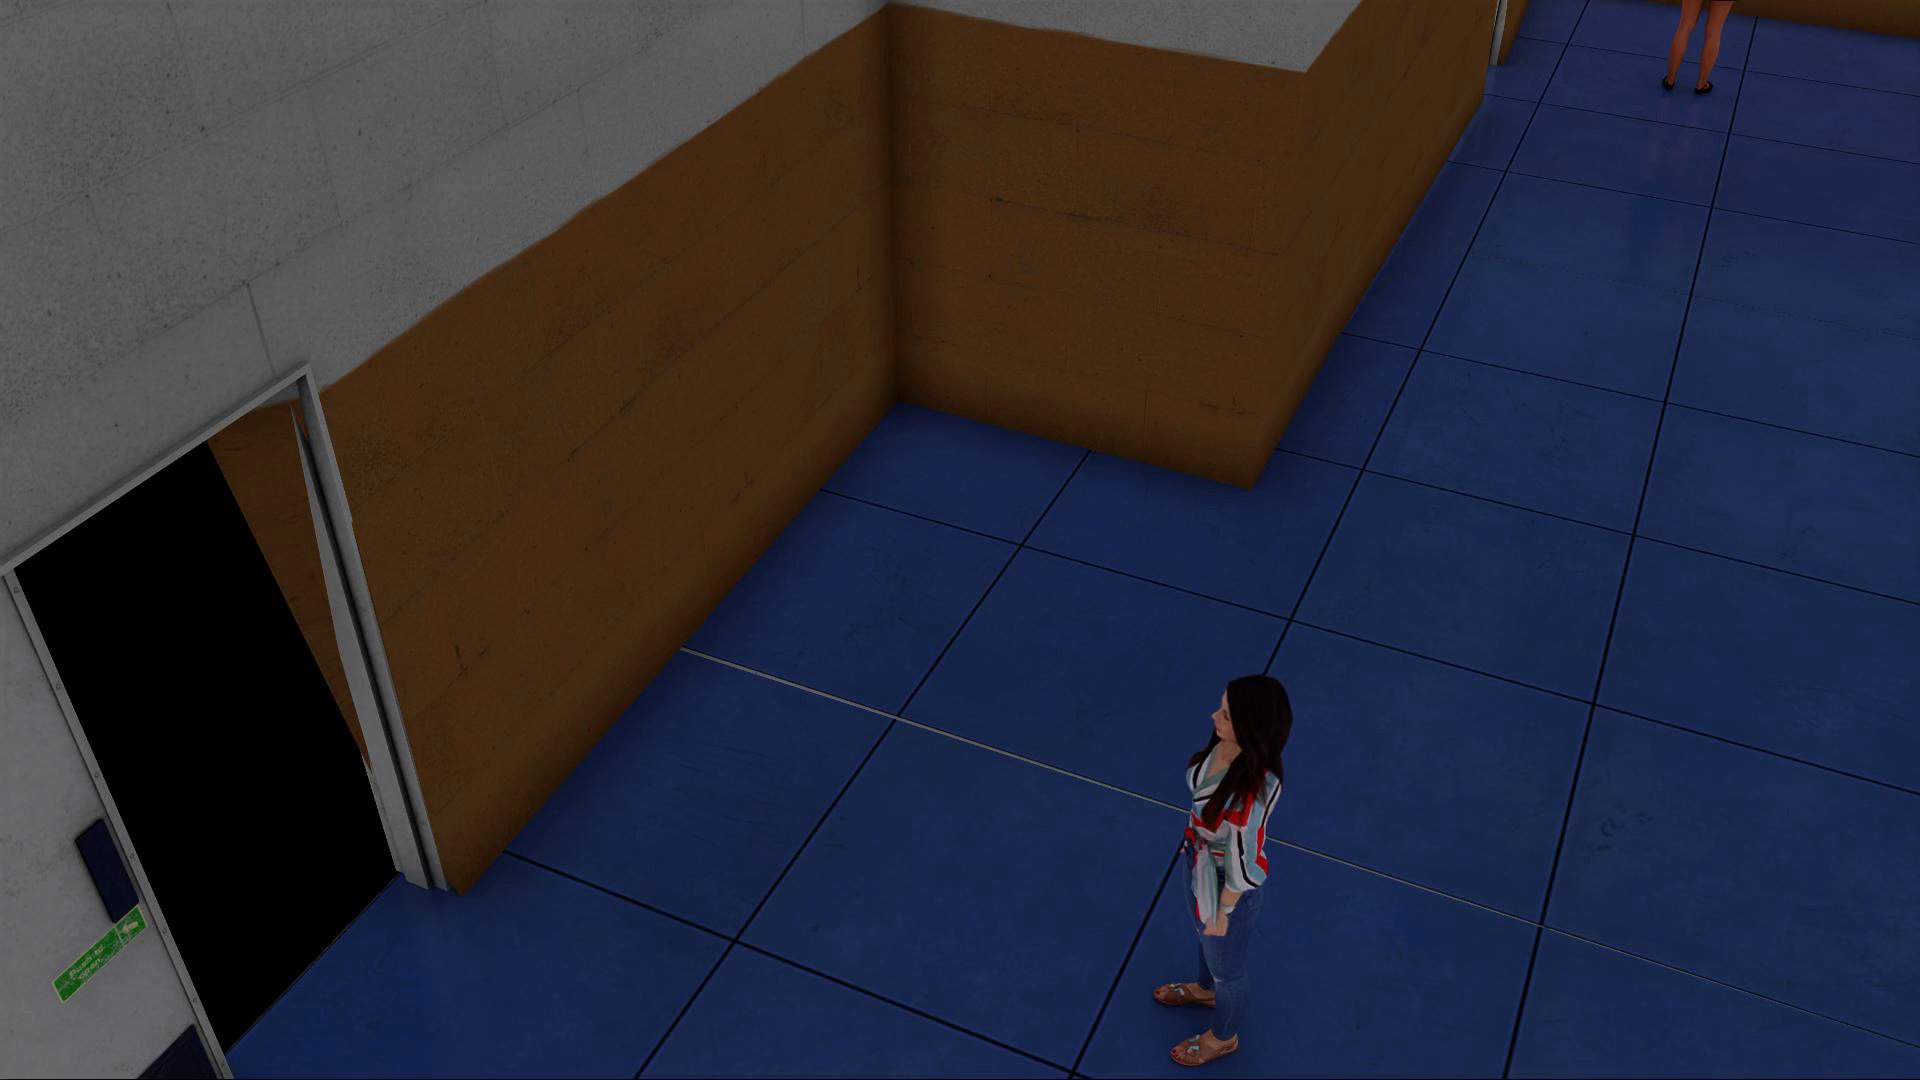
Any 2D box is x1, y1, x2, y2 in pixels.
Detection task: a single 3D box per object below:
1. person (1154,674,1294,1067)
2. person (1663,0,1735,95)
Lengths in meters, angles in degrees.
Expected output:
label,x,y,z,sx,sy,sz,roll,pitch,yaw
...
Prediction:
label,x,y,z,sx,sy,sz,roll,pitch,yaw
person,0.847,1.054,5.310,0.683,1.612,0.667,-5,37,-6
person,5.488,-4.104,12.129,0.500,1.675,0.642,18,40,22
